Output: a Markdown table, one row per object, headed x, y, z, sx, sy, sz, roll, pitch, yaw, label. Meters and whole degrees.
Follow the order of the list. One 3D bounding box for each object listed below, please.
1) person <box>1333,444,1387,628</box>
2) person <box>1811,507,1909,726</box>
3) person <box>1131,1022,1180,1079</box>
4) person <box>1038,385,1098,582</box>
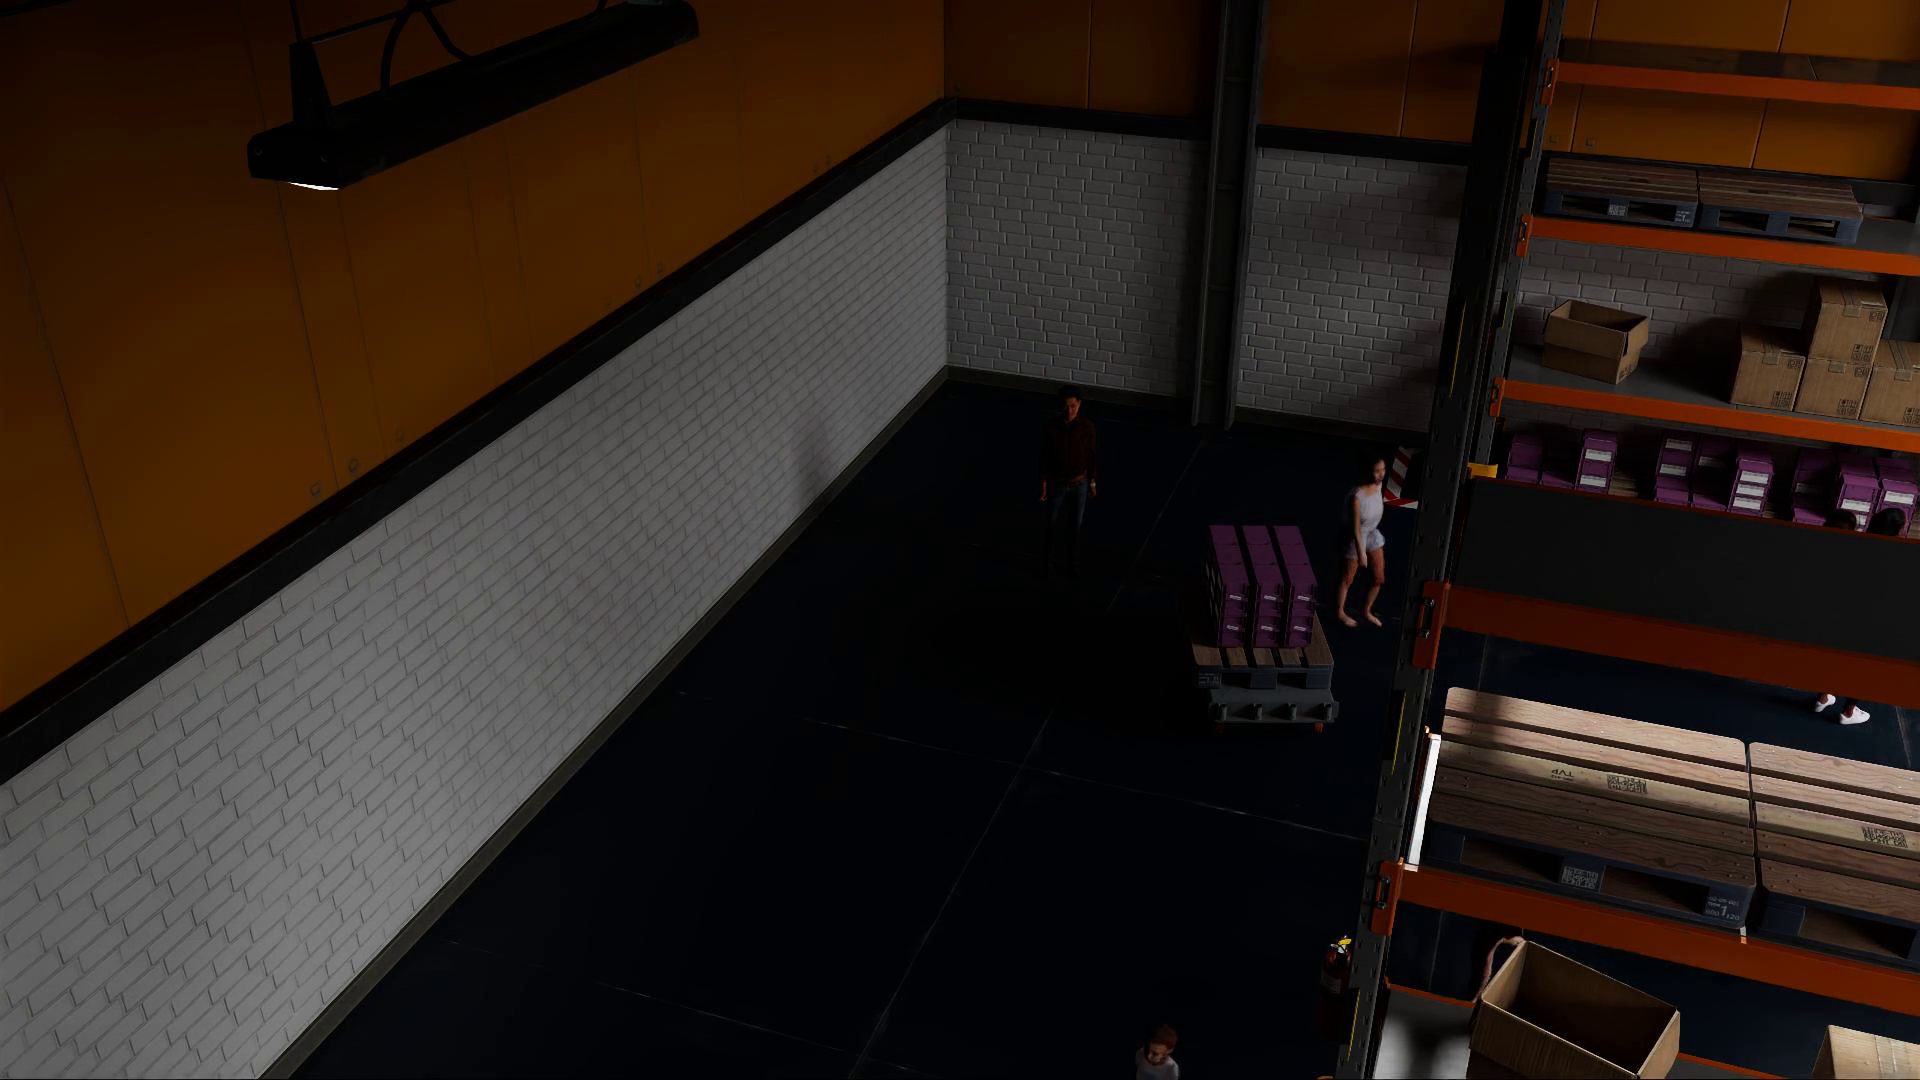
| x | y | z | sx | sy | sz | roll | pitch | yaw | label |
| --- | --- | --- | --- | --- | --- | --- | --- | --- | --- |
| 3.120 | -0.027 | 13.291 | 0.709 | 1.608 | 0.750 | -23 | 36 | -35 | person |
| 6.596 | 0.535 | 12.136 | 0.761 | 1.729 | 0.683 | -16 | 32 | -26 | person |
| 1.034 | 2.874 | 8.596 | 0.629 | 1.011 | 0.597 | 21 | 35 | 33 | person |
| 0.896 | -0.482 | 13.947 | 0.610 | 1.779 | 0.775 | -3 | 29 | -5 | person |
